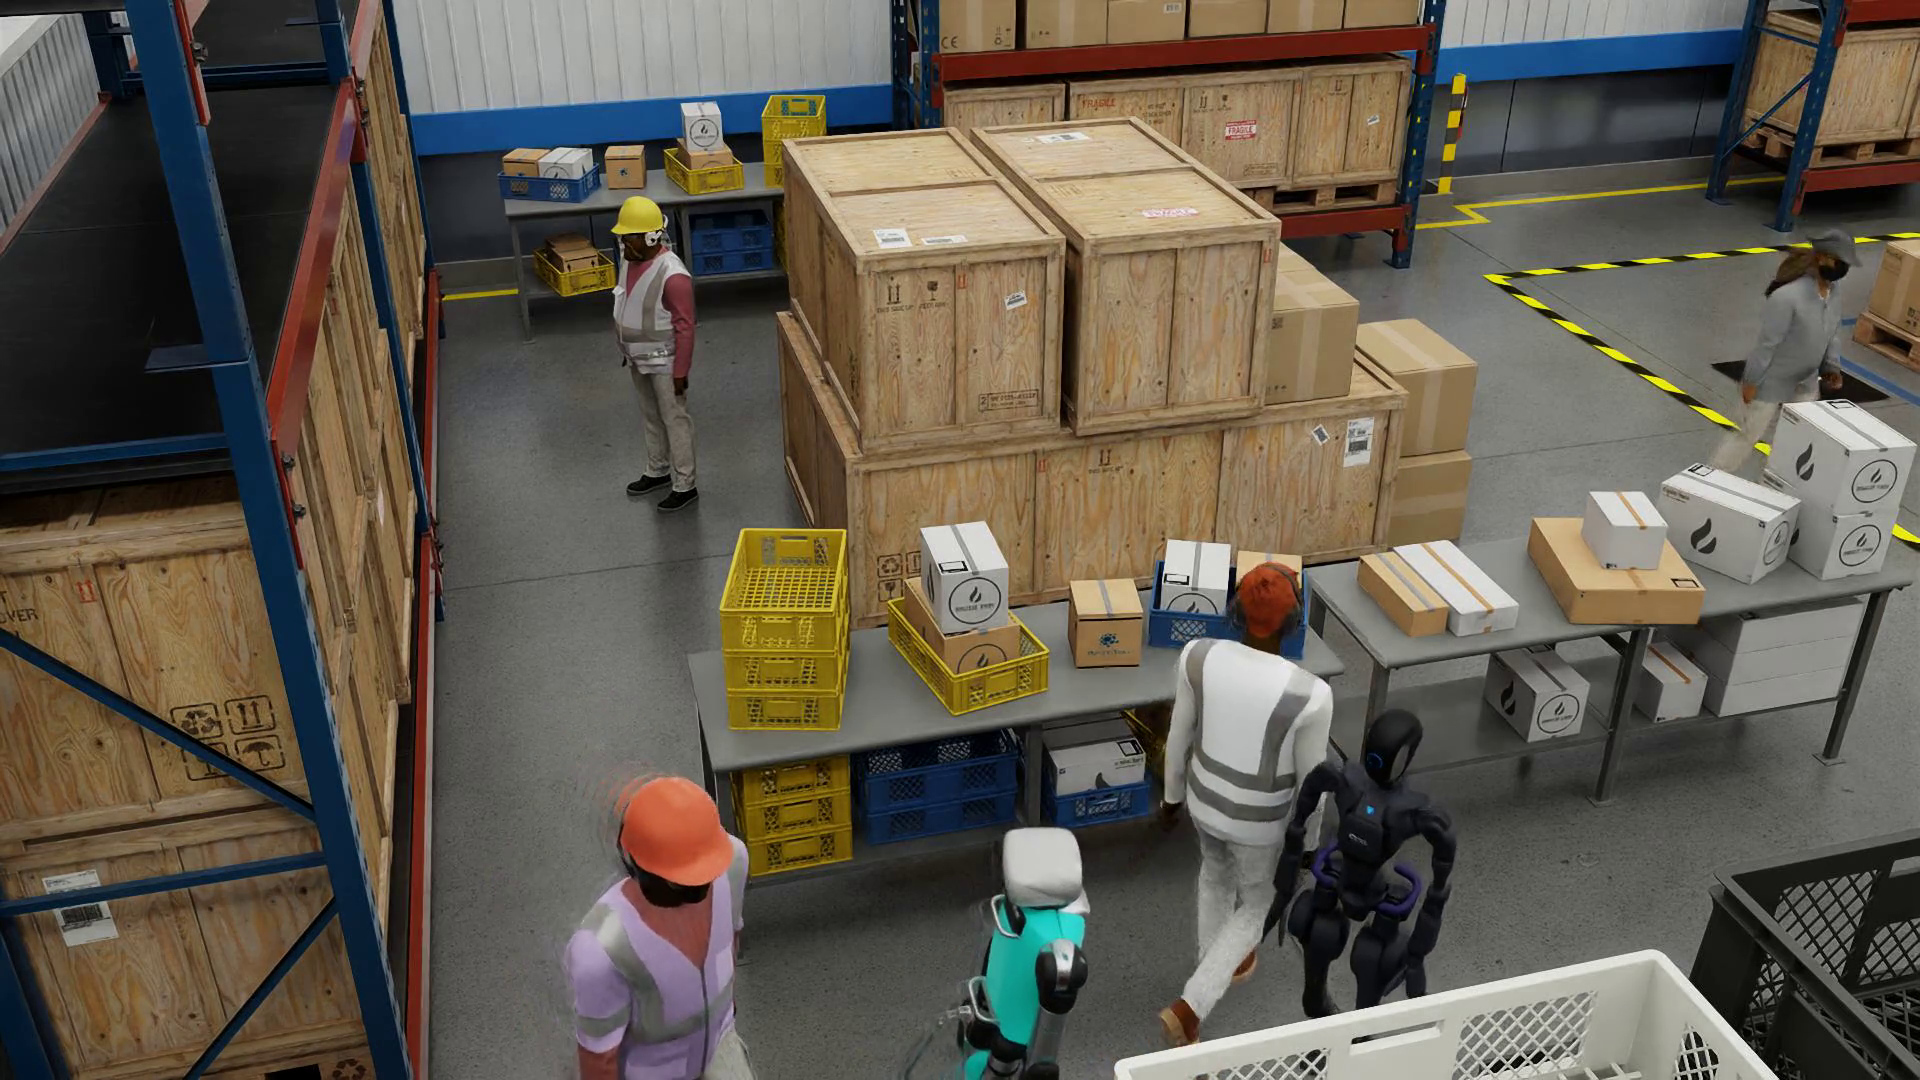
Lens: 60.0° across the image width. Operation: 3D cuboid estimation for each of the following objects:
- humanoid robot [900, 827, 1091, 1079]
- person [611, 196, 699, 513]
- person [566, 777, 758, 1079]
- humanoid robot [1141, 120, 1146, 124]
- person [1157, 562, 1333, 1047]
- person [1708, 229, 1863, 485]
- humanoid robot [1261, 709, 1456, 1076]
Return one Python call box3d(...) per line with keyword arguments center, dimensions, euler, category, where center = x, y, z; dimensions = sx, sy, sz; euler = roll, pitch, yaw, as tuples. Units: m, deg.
box3d(center=(-0.142, 1.590, 4.725), dimensions=(0.970, 1.766, 0.560), euler=(-5, 29, -10), category="humanoid robot")
box3d(center=(-1.730, -1.043, 9.388), dimensions=(0.404, 1.831, 0.599), euler=(-24, 37, -36), category="person")
box3d(center=(-0.825, 1.442, 4.740), dimensions=(0.987, 1.983, 0.620), euler=(23, 36, 35), category="person")
box3d(center=(1.166, -2.116, 11.516), dimensions=(0.489, 1.635, 0.589), euler=(9, 30, 16), category="humanoid robot")
box3d(center=(0.919, 0.963, 5.716), dimensions=(0.593, 1.862, 0.673), euler=(24, 37, 36), category="person")
box3d(center=(4.590, -0.925, 9.276), dimensions=(0.590, 1.724, 0.545), euler=(-16, 32, -26), category="person")
box3d(center=(1.275, 1.244, 5.426), dimensions=(0.589, 1.640, 0.613), euler=(18, 33, 29), category="humanoid robot")
